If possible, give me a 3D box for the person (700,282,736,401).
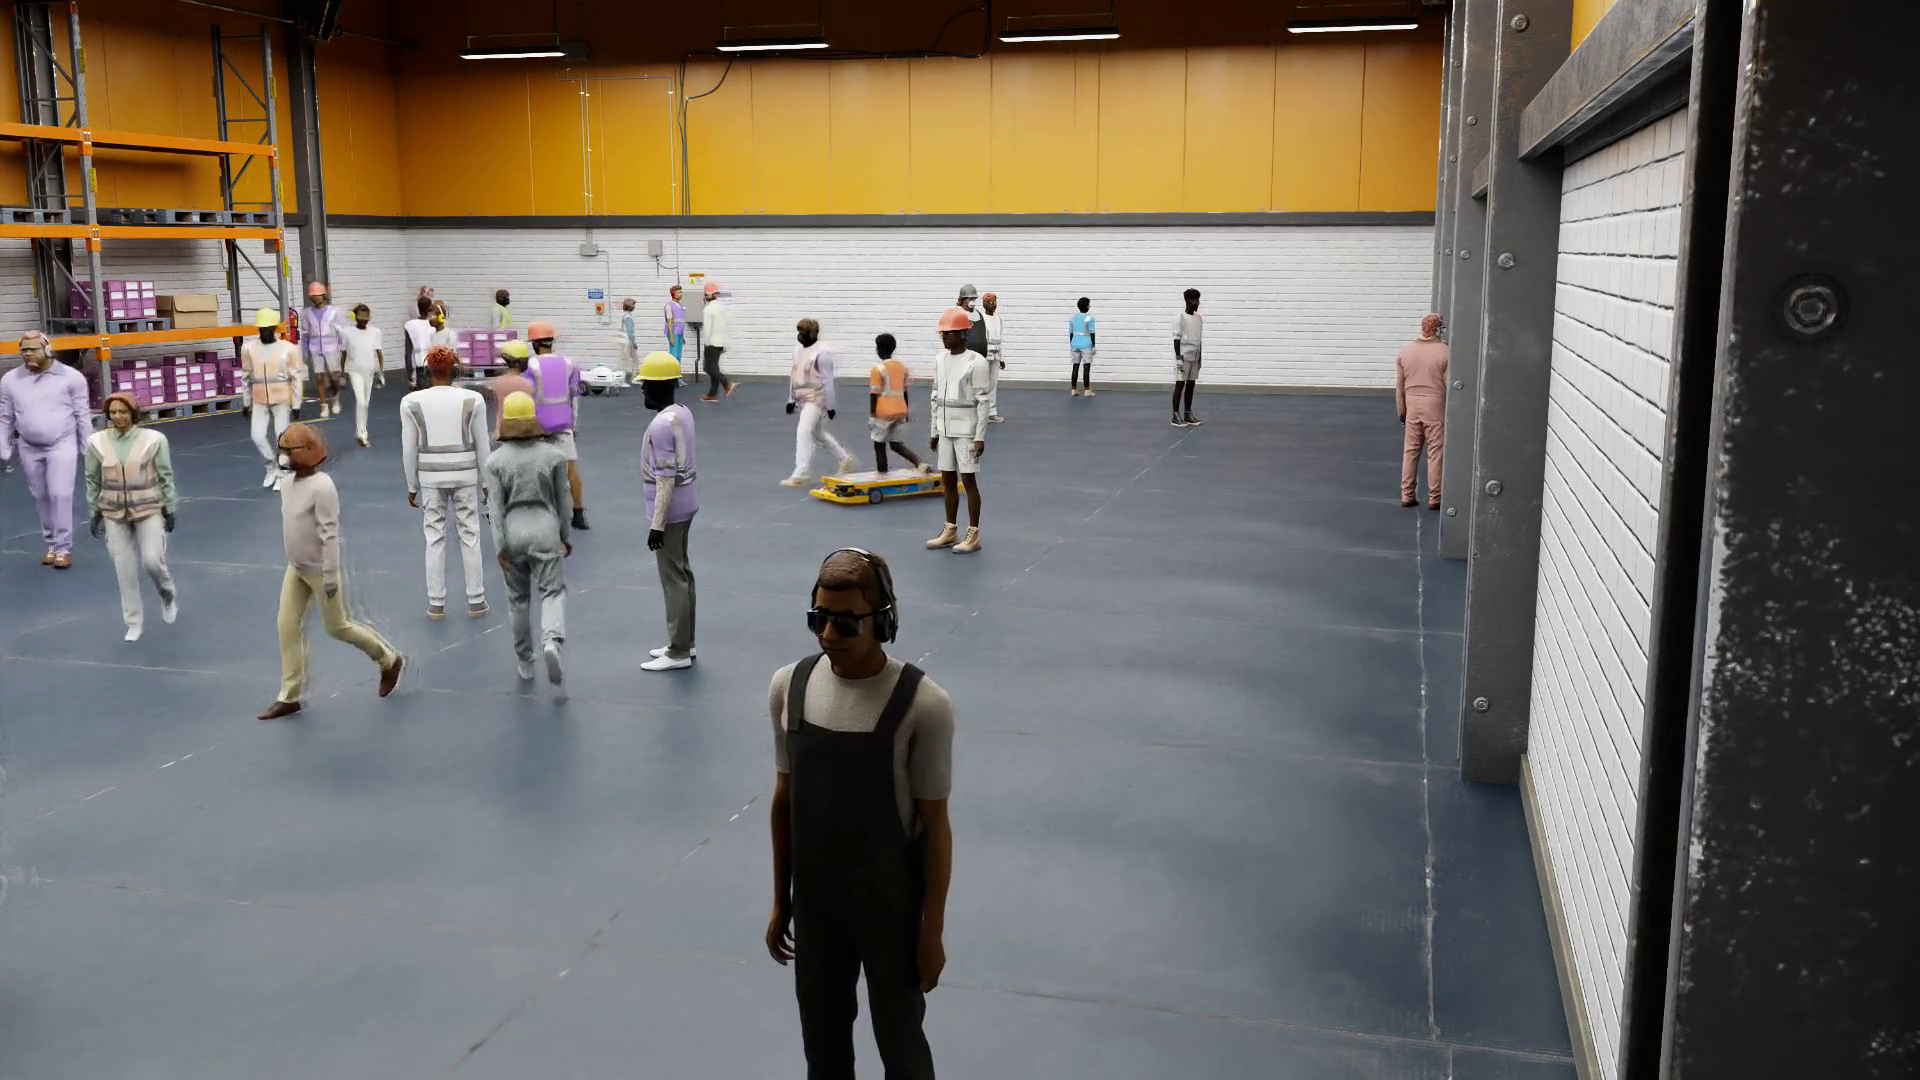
[{"bbox_3d":[-3.980,-3.235,27.253,0.643,1.976,0.619,4,11,23],"label":"person"}]

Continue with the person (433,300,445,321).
[{"bbox_3d":[-9.046,-3.345,28.870,0.279,1.624,0.494,-9,14,-42],"label":"person"}]

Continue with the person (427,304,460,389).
[{"bbox_3d":[-6.326,-1.947,20.312,0.547,1.852,0.392,9,13,42],"label":"person"}]

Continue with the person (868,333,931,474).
[{"bbox_3d":[-0.658,-1.290,17.120,0.605,1.673,0.541,8,13,37],"label":"person"}]

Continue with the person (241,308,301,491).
[{"bbox_3d":[-7.189,-1.456,17.349,0.620,1.911,0.419,-1,10,-5],"label":"person"}]

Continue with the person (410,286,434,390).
[{"bbox_3d":[-9.564,-3.582,29.576,0.677,1.862,0.689,-8,13,-38],"label":"person"}]

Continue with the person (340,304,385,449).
[{"bbox_3d":[-7.558,-2.072,21.115,0.485,1.822,0.889,-8,13,-40],"label":"person"}]

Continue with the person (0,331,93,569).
[{"bbox_3d":[-7.274,-0.697,13.154,0.666,1.877,0.800,-1,10,-7],"label":"person"}]

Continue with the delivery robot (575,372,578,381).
[{"bbox_3d":[-6.853,-2.741,28.212,0.707,0.478,0.477,0,10,1],"label":"delivery robot"}]

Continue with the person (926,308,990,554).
[{"bbox_3d":[-0.038,-0.906,13.876,0.379,2.041,0.616,-10,14,-44],"label":"person"}]

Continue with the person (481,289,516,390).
[{"bbox_3d":[-8.125,-3.521,29.382,0.890,1.809,0.628,-1,10,-3],"label":"person"}]

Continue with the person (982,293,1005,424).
[{"bbox_3d":[0.423,-2.623,24.055,0.576,1.882,0.355,-10,14,-43],"label":"person"}]

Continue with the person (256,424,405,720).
[{"bbox_3d":[-3.497,0.150,9.147,0.505,1.604,0.776,8,13,38],"label":"person"}]

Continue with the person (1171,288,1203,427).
[{"bbox_3d":[3.246,-2.599,23.704,0.608,1.963,0.366,-9,13,-42],"label":"person"}]

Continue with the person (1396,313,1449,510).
[{"bbox_3d":[4.569,-1.248,16.194,0.653,1.906,0.408,10,14,43],"label":"person"}]

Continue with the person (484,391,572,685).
[{"bbox_3d":[-2.492,0.003,9.640,0.482,1.717,0.689,-2,10,-13],"label":"person"}]

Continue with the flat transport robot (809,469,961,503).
[{"bbox_3d":[-0.755,-0.561,16.937,1.431,0.197,0.652,-7,12,-35],"label":"flat transport robot"}]

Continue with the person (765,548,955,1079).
[{"bbox_3d":[-0.252,0.918,4.147,0.501,1.839,0.341,5,11,27],"label":"person"}]

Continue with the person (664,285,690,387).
[{"bbox_3d":[-5.187,-3.712,30.321,0.389,1.846,0.565,2,10,12],"label":"person"}]

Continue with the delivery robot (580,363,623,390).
[{"bbox_3d":[-6.131,-2.780,28.434,0.707,0.478,0.477,4,11,21],"label":"delivery robot"}]

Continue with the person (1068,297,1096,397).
[{"bbox_3d":[2.087,-3.276,28.275,0.540,1.695,0.317,9,13,41],"label":"person"}]

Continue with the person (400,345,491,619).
[{"bbox_3d":[-3.513,-0.391,11.424,0.576,1.880,0.355,-3,10,-15],"label":"person"}]

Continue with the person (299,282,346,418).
[{"bbox_3d":[-9.477,-2.816,24.732,0.631,2.025,0.440,-1,10,-8],"label":"person"}]

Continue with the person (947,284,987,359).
[{"bbox_3d":[0.137,-2.538,23.124,0.680,2.000,0.537,-9,13,-41],"label":"person"}]

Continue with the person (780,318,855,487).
[{"bbox_3d":[-1.522,-1.493,17.885,0.902,1.806,0.614,-6,11,-29],"label":"person"}]

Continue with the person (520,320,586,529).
[{"bbox_3d":[-3.759,-1.053,15.183,0.559,1.876,0.985,-8,13,-39],"label":"person"}]

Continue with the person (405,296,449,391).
[{"bbox_3d":[-7.193,-2.352,22.527,0.592,1.889,0.792,-5,11,-24],"label":"person"}]

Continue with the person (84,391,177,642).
[{"bbox_3d":[-5.379,-0.162,10.828,0.521,1.630,0.415,-2,10,-12],"label":"person"}]

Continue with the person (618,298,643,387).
[{"bbox_3d":[-5.947,-3.567,30.154,0.645,1.614,0.526,-2,10,-12],"label":"person"}]

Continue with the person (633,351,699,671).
[{"bbox_3d":[-1.771,-0.173,10.052,0.367,1.927,0.587,0,10,1],"label":"person"}]

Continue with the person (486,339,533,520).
[{"bbox_3d":[-3.921,-0.866,14.486,0.537,1.753,0.535,8,13,37],"label":"person"}]
